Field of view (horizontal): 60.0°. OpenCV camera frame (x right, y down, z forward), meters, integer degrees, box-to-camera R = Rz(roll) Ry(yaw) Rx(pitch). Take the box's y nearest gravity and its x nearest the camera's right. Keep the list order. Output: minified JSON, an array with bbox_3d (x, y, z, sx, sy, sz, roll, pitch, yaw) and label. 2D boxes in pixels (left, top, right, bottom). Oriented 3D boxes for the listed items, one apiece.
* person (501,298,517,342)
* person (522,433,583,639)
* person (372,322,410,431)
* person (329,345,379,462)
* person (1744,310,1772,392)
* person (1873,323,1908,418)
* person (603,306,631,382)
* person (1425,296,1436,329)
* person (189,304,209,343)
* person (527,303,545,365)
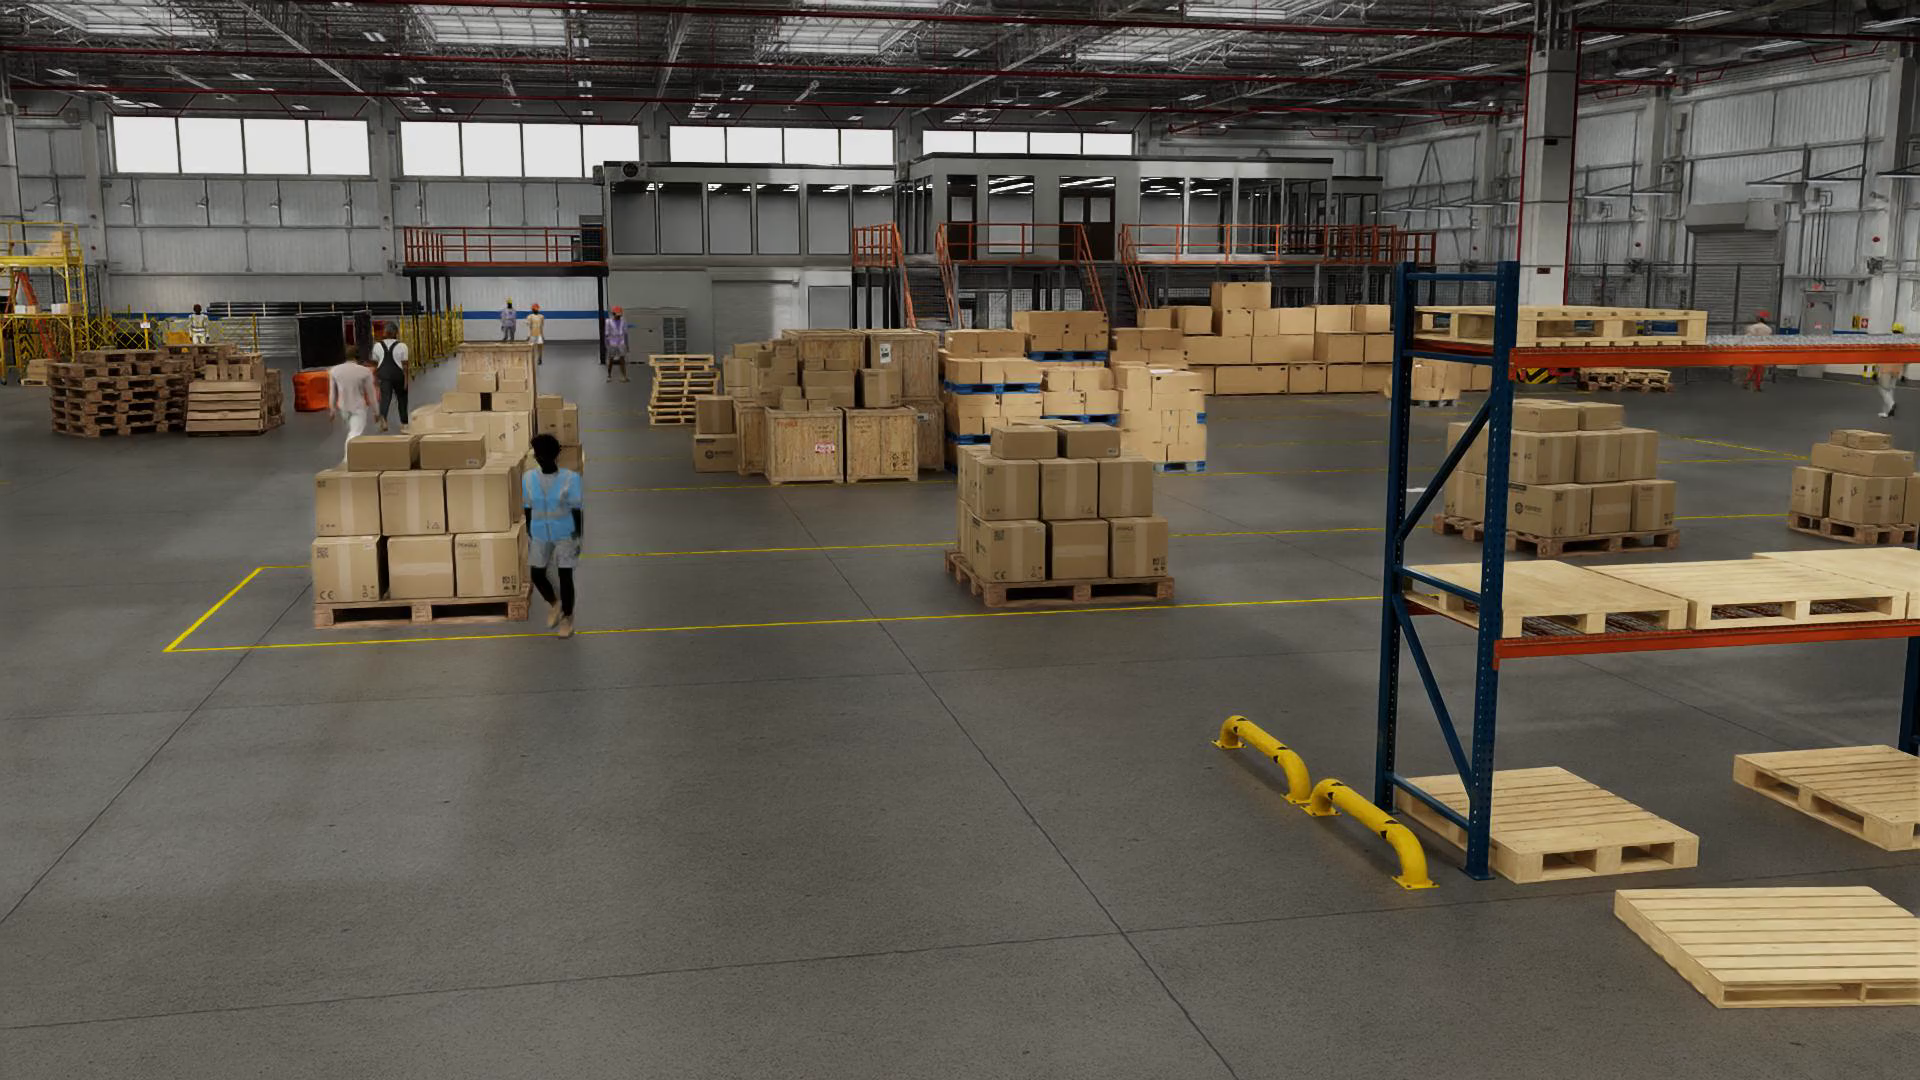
[{"bbox_3d":[-16.185,-7.717,59.616,0.609,1.905,0.577,-8,12,-39],"label":"person"},{"bbox_3d":[-3.286,-0.029,13.458,0.547,1.681,0.368,1,9,7],"label":"person"},{"bbox_3d":[-10.498,-3.036,30.683,0.680,2.000,0.903,0,9,0],"label":"person"},{"bbox_3d":[-8.713,-1.865,24.005,0.653,1.883,1.037,1,9,7],"label":"person"},{"bbox_3d":[19.196,-4.525,39.945,0.463,1.974,0.643,-5,10,-26],"label":"person"},{"bbox_3d":[18.546,-3.361,33.088,0.611,1.898,0.673,1,9,4],"label":"person"},{"bbox_3d":[-8.962,-5.103,43.439,0.717,1.986,0.936,-6,11,-34],"label":"person"},{"bbox_3d":[17.978,-8.392,63.791,0.611,1.895,1.014,-1,9,-4],"label":"person"},{"bbox_3d":[-23.185,-6.236,50.671,0.574,1.883,0.355,-2,10,-12],"label":"person"},{"bbox_3d":[-13.136,-6.387,51.494,0.555,1.916,0.777,-5,10,-27],"label":"person"}]
